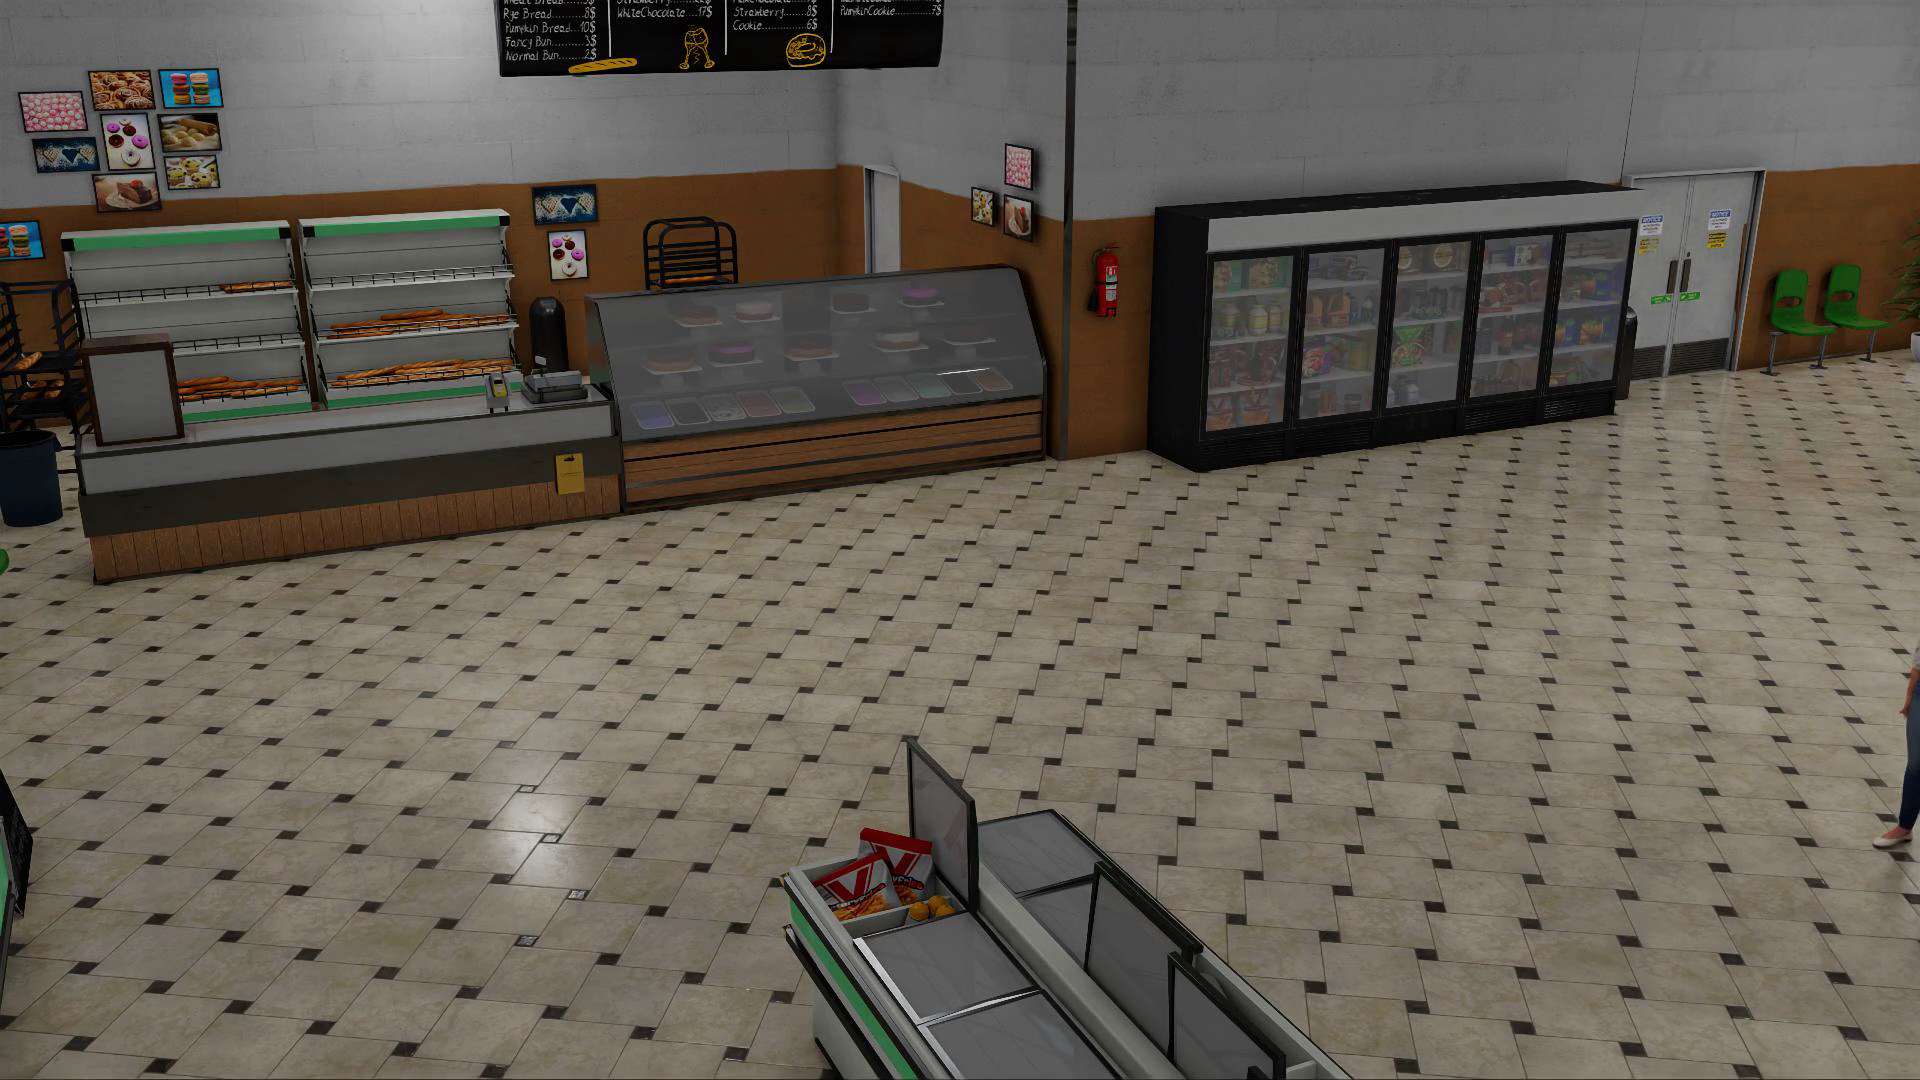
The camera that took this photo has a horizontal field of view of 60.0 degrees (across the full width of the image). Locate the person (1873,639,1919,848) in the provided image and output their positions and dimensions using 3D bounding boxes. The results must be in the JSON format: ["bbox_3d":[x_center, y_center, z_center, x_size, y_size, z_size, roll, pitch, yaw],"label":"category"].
[{"bbox_3d":[4.961,0.797,8.307,0.667,1.728,0.474,-12,22,-31],"label":"person"}]
